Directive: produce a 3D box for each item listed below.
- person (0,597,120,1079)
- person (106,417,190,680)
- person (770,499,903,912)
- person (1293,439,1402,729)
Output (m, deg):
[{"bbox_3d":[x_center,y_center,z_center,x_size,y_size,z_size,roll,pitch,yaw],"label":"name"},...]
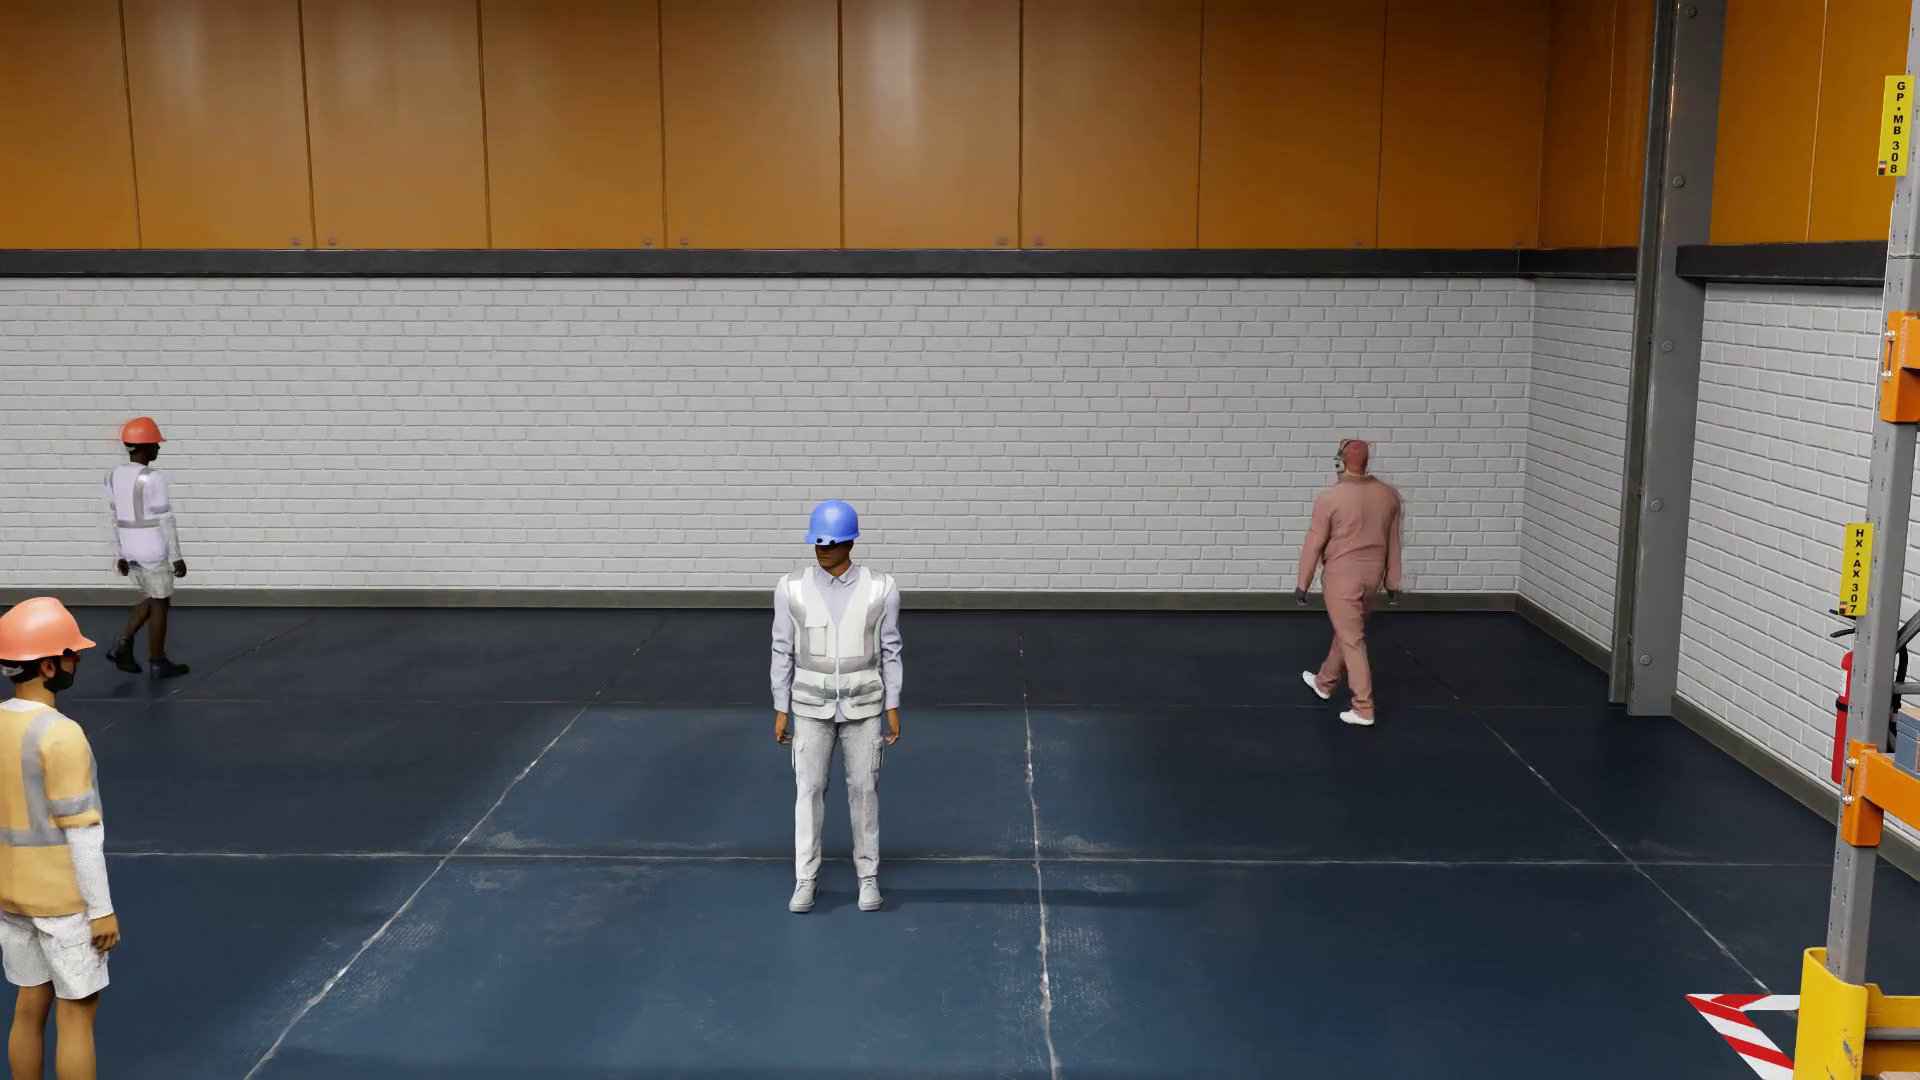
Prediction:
[{"bbox_3d":[-2.987,1.147,5.504,0.542,1.939,0.368,5,11,29],"label":"person"},{"bbox_3d":[-5.855,0.077,11.985,0.548,1.924,0.441,6,11,33],"label":"person"},{"bbox_3d":[-0.572,0.769,7.749,0.616,1.944,0.385,-1,9,-3],"label":"person"},{"bbox_3d":[2.510,0.256,11.050,0.678,1.860,0.951,-5,11,-27],"label":"person"}]
